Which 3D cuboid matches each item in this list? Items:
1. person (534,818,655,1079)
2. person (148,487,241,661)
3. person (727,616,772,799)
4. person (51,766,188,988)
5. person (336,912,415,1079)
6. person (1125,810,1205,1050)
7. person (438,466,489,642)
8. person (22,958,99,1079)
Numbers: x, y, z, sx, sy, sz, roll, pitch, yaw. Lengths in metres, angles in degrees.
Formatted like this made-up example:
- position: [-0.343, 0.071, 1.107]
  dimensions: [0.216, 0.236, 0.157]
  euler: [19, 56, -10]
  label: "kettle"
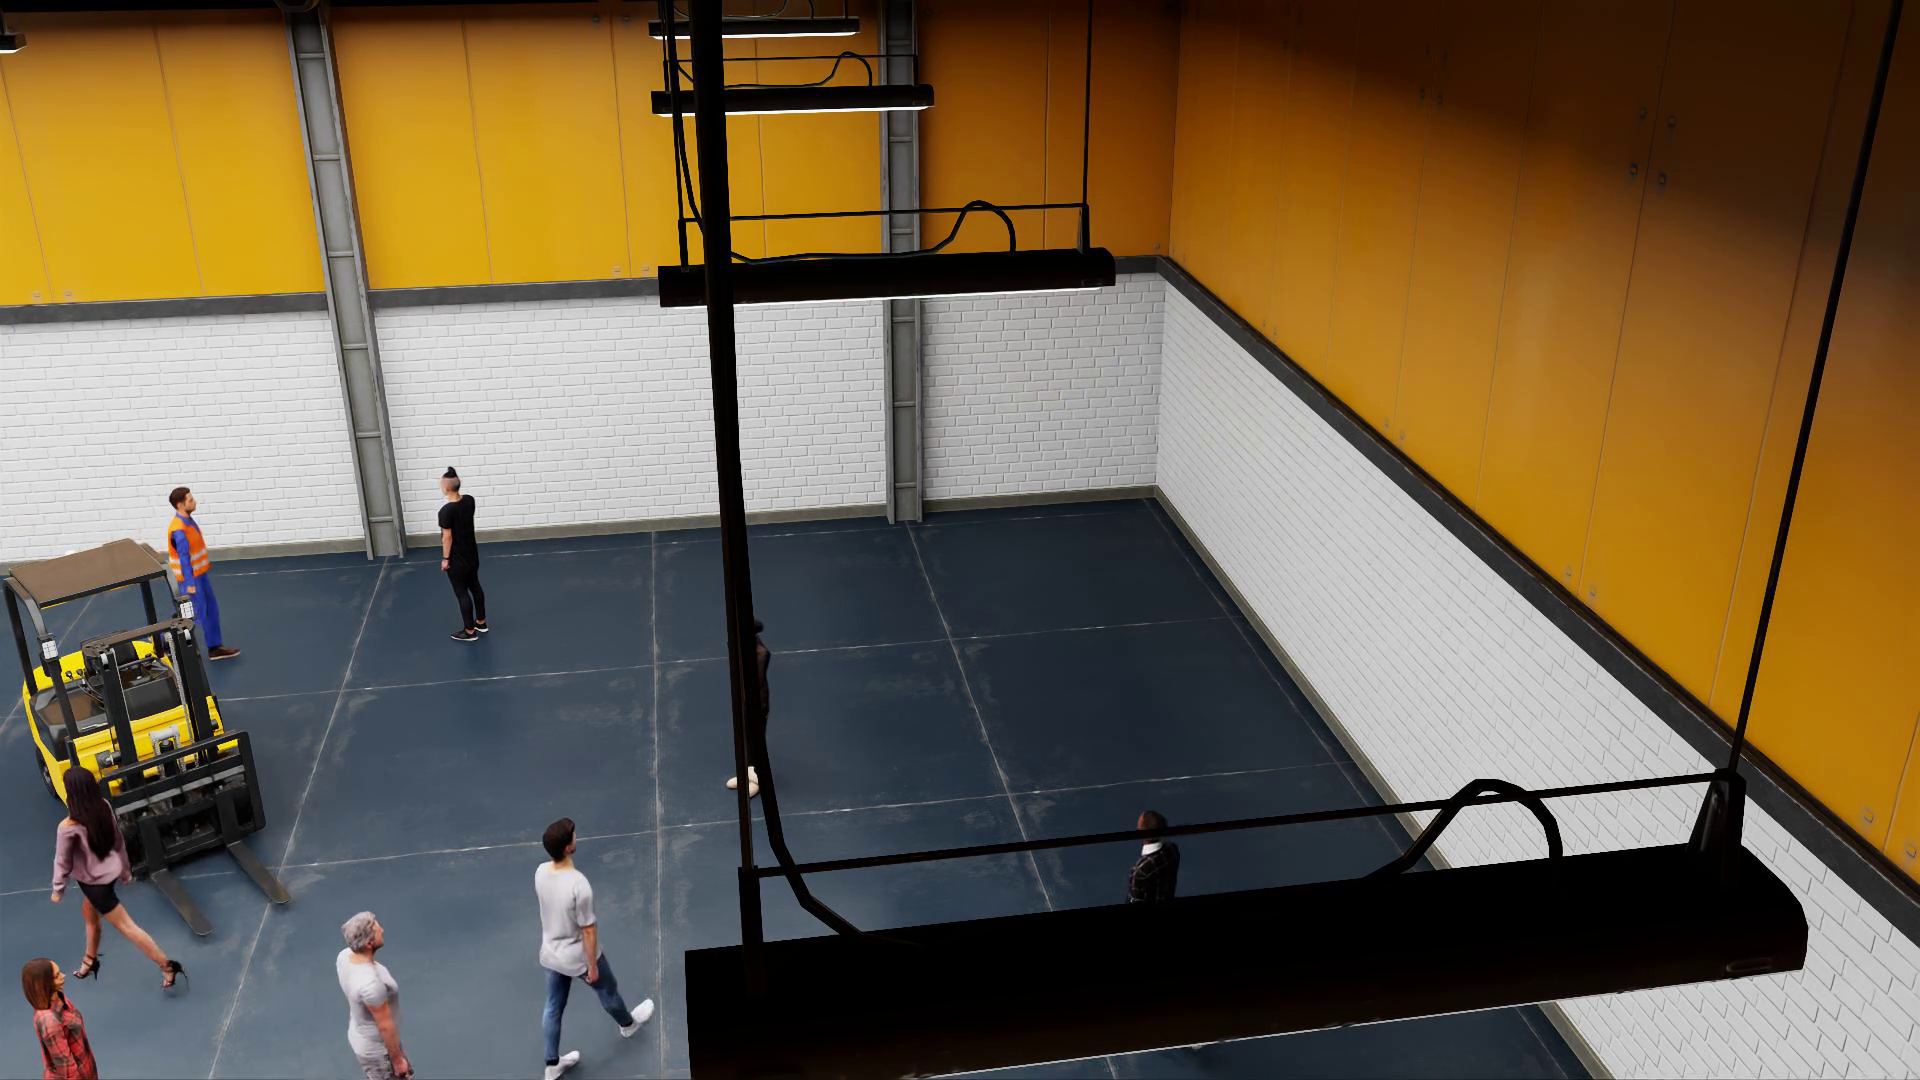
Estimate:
- position: [-2.617, 2.736, 10.898]
  dimensions: [1.138, 1.849, 1.167]
  euler: [14, 27, 29]
  label: "person"
- position: [-7.615, 0.379, 16.295]
  dimensions: [1.003, 1.845, 0.680]
  euler: [-5, 24, -11]
  label: "person"
- position: [-1.767, 1.374, 14.249]
  dimensions: [0.759, 1.662, 0.696]
  euler: [-13, 27, -28]
  label: "person"
- position: [-5.936, 2.444, 11.676]
  dimensions: [1.197, 1.762, 0.864]
  euler: [3, 24, 7]
  label: "person"
- position: [-3.624, 3.104, 10.109]
  dimensions: [1.139, 1.807, 0.953]
  euler: [-16, 28, -32]
  label: "person"
- position: [1.352, 2.652, 11.171]
  dimensions: [1.214, 1.784, 1.121]
  euler: [-18, 30, -36]
  label: "person"
- position: [-5.055, 0.118, 16.855]
  dimensions: [0.764, 1.874, 0.775]
  euler: [8, 25, 17]
  label: "person"
- position: [-5.345, 3.217, 9.980]
  dimensions: [0.665, 1.704, 0.681]
  euler: [-13, 27, -28]
  label: "person"
